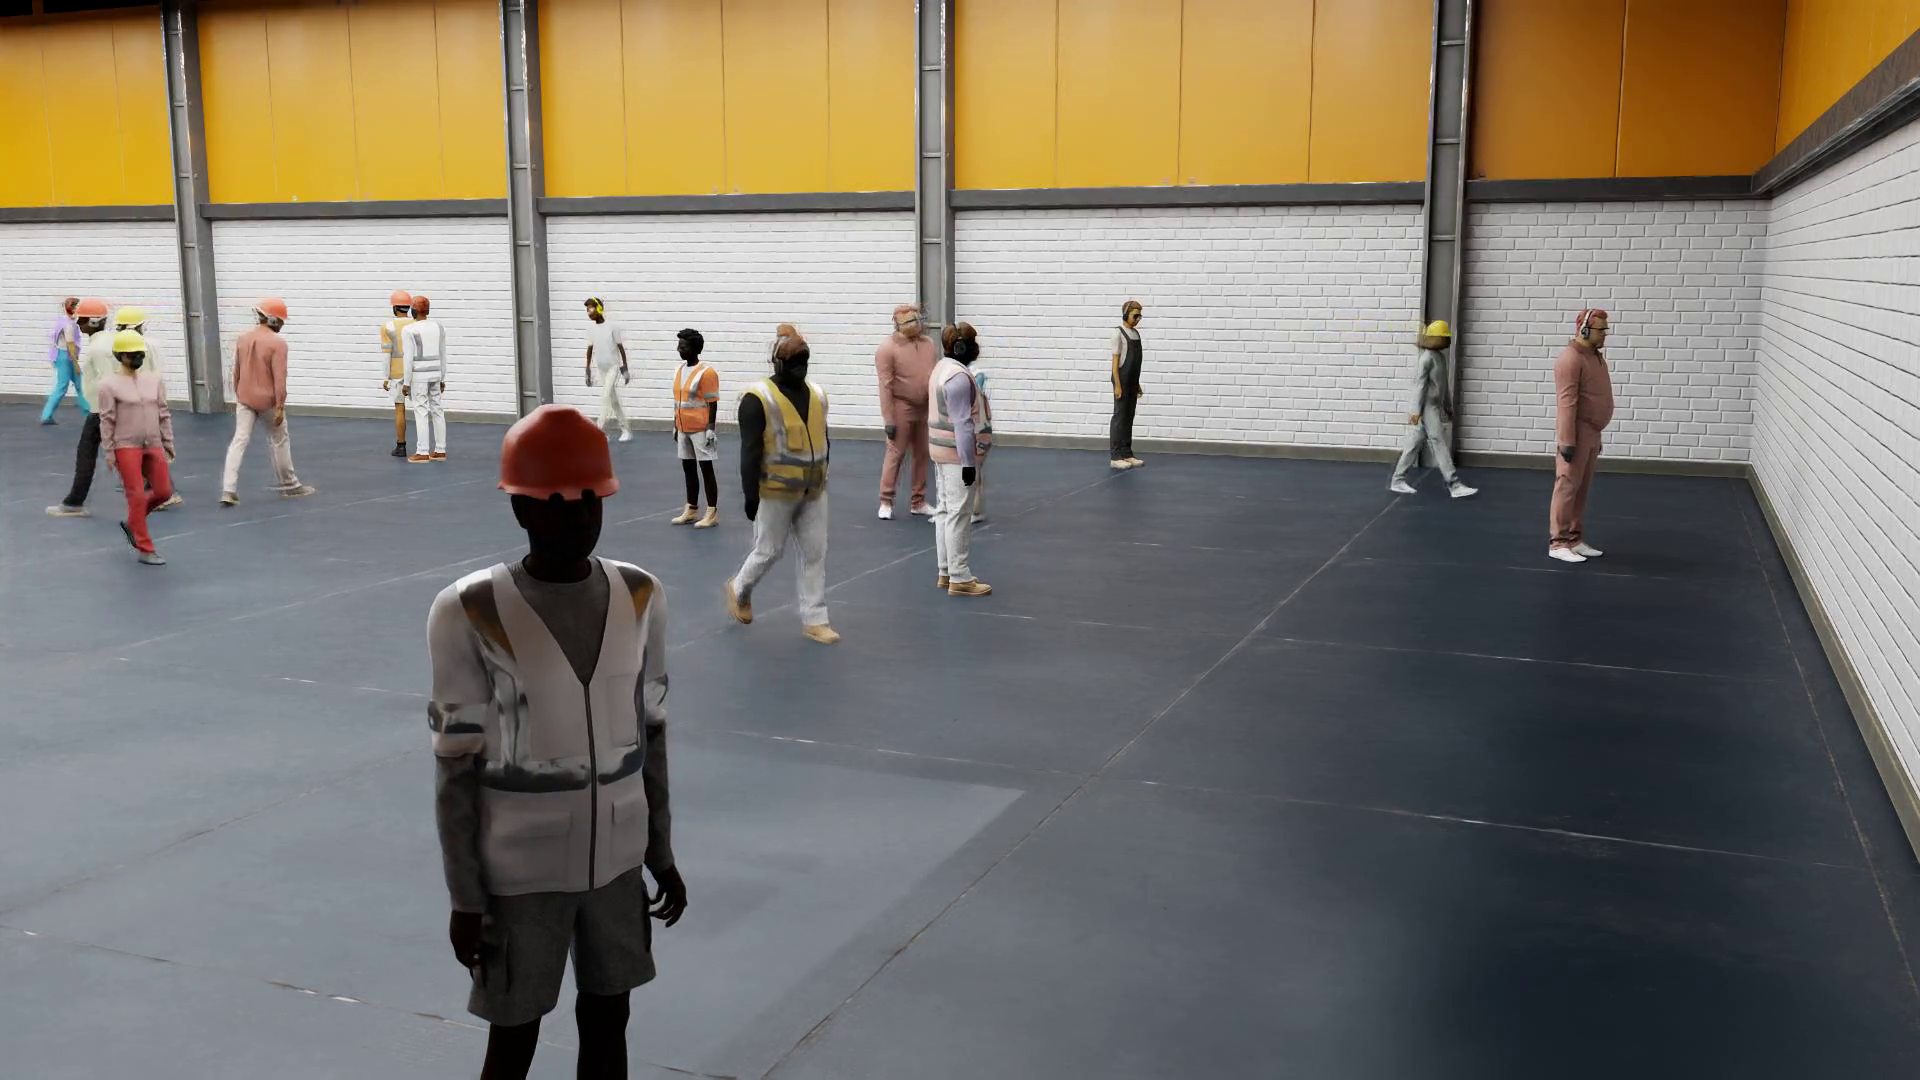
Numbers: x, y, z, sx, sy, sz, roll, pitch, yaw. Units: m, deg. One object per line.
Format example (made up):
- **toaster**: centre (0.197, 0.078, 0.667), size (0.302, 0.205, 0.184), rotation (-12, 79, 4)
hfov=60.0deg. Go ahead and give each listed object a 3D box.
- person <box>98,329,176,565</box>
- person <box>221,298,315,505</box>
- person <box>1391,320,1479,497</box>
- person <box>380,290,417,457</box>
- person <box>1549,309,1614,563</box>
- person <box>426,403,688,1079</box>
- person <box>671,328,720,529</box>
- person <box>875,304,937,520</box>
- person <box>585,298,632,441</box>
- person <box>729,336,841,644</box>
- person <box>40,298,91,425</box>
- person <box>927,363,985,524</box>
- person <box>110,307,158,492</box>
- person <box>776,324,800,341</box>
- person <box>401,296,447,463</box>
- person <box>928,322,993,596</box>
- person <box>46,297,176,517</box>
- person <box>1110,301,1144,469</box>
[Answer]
- **person**: centre (-6.163, -0.697, 12.417), size (0.562, 1.752, 0.536), rotation (5, 11, 29)
- **person**: centre (-6.574, -1.294, 15.561), size (0.727, 1.927, 1.017), rotation (3, 10, 17)
- **person**: centre (4.581, -1.267, 16.048), size (0.895, 1.688, 0.504), rotation (6, 11, 33)
- **person**: centre (-6.463, -1.937, 19.381), size (0.545, 1.942, 0.349), rotation (-7, 12, -35)
- **person**: centre (4.700, -0.785, 12.539), size (0.403, 1.900, 0.642), rotation (7, 12, 37)
- **person**: centre (-0.832, 0.678, 3.543), size (0.542, 1.939, 0.363), rotation (-8, 12, -39)
- **person**: centre (-2.251, -0.943, 14.095), size (0.540, 1.695, 0.317), rotation (9, 13, 42)
- **person**: centre (-0.443, -1.114, 14.613), size (0.740, 1.875, 0.411), rotation (-8, 12, -41)
- **person**: centre (-4.453, -2.109, 20.818), size (0.541, 1.809, 0.940), rotation (5, 11, 30)
- **person**: centre (-1.059, -0.310, 9.917), size (0.633, 1.820, 0.797), rotation (-8, 13, -42)
- **person**: centre (-12.452, -2.479, 23.187), size (0.826, 1.796, 0.615), rotation (-3, 10, -18)
- **person**: centre (-0.032, -0.916, 14.156), size (0.516, 1.623, 0.575), rotation (9, 13, 43)
- **person**: centre (-8.147, -1.369, 16.318), size (0.615, 1.808, 0.611), rotation (-4, 10, -21)
- **person**: centre (-1.893, -1.487, 17.661), size (0.827, 1.592, 0.527), rotation (2, 10, 10)
- **person**: centre (-6.050, -1.810, 18.785), size (0.355, 1.885, 0.574), rotation (6, 11, 32)
- **person**: centre (0.004, -0.551, 11.278), size (0.429, 1.846, 0.626), rotation (-2, 10, -13)
- **person**: centre (-7.607, -1.184, 14.842), size (1.051, 1.948, 0.631), rotation (-3, 10, -16)
- **person**: centre (1.845, -1.709, 18.311), size (0.345, 1.840, 0.504), rotation (7, 11, 34)
